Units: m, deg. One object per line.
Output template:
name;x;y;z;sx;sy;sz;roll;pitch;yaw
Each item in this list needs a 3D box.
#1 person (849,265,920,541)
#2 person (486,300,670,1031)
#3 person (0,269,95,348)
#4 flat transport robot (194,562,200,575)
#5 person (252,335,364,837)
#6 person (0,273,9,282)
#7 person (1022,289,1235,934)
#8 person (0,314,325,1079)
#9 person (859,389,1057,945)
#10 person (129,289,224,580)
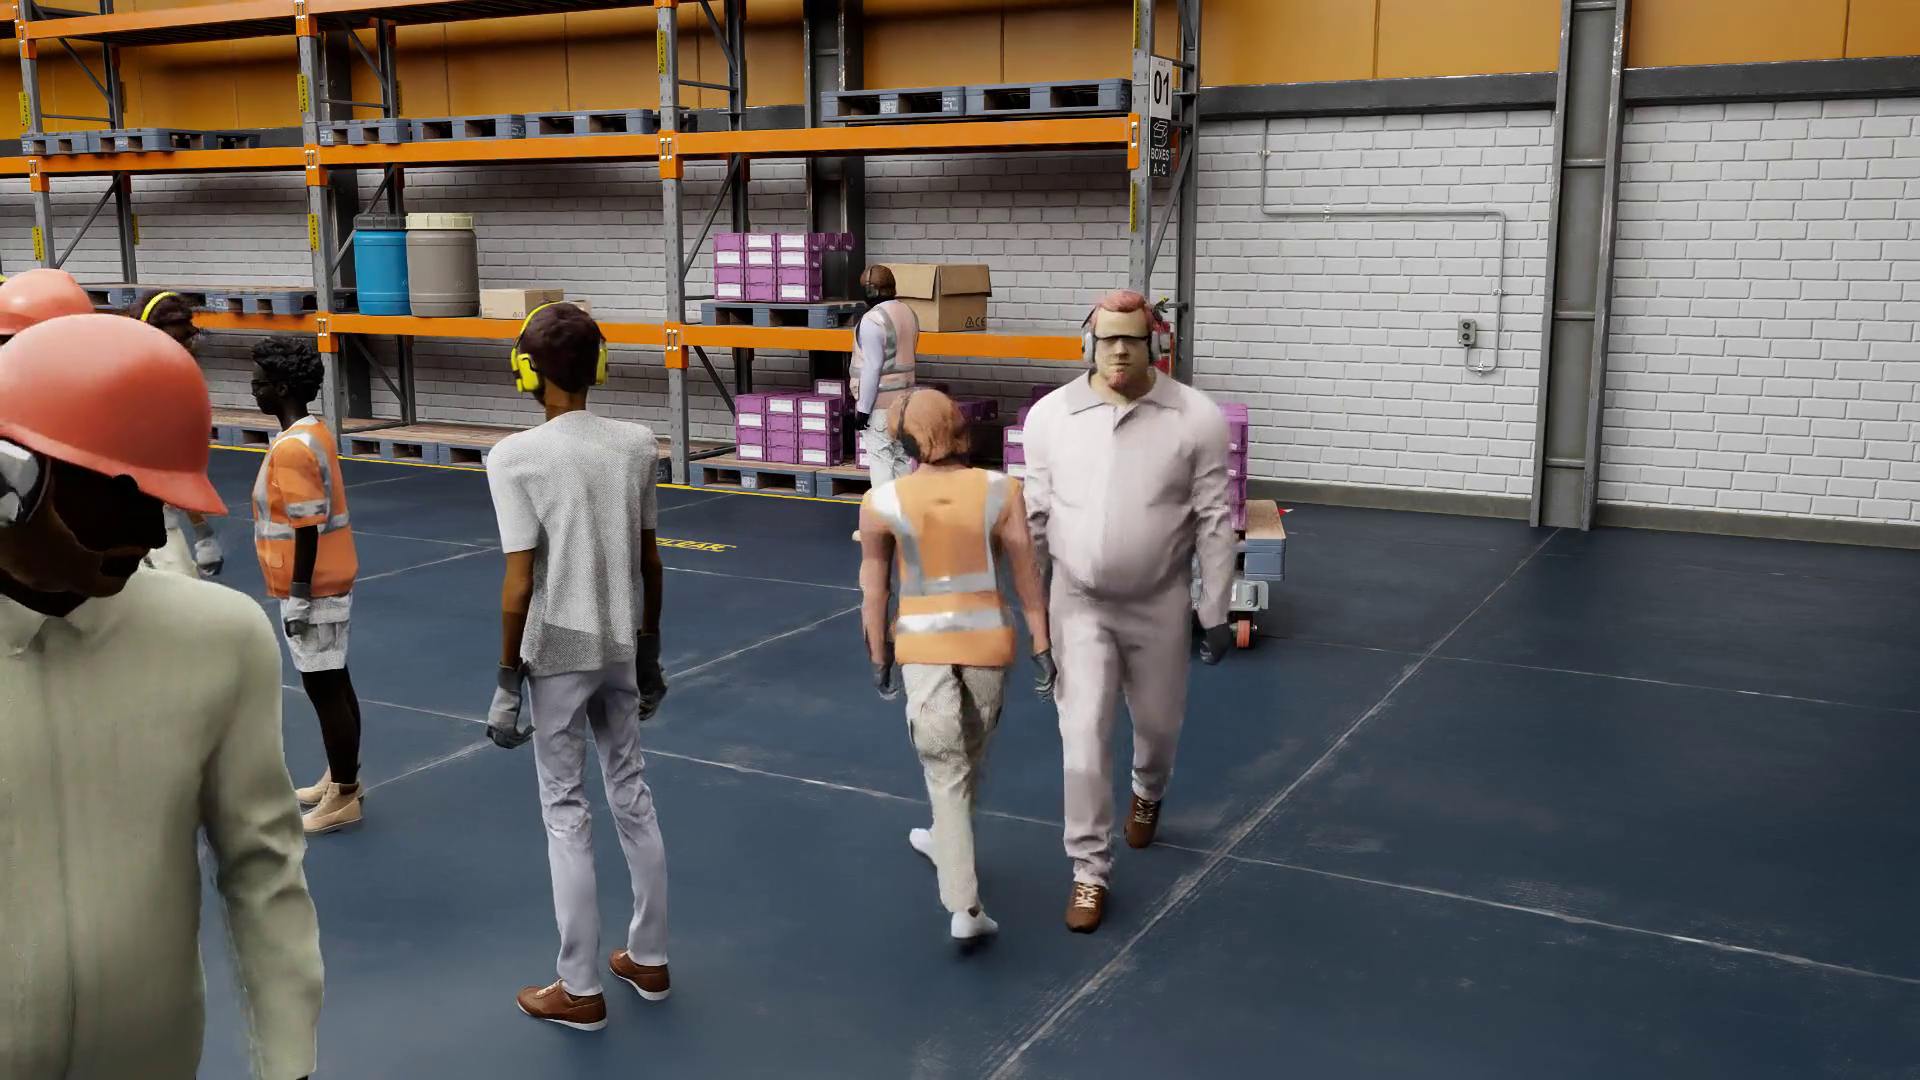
person;-0.522;-0.903;11.092;0.429;1.837;0.621;5;11;26
person;-0.978;0.325;4.273;0.313;1.864;0.530;9;14;41
person;-2.467;0.230;4.598;0.374;1.935;0.552;-4;11;-22
flat transport robot;-4.696;0.249;9.064;0.652;0.197;1.431;-2;10;-9
person;-2.219;0.155;5.666;0.320;1.695;0.538;-3;11;-14
person;-5.486;-0.643;9.397;0.356;1.930;0.592;-6;12;-32
person;0.512;0.167;5.124;0.651;1.876;0.883;2;10;8
person;-1.086;0.704;2.025;0.887;1.927;0.638;9;14;42
person;-0.009;0.347;4.940;0.554;1.575;0.852;-2;11;-11
person;-3.120;-0.052;6.442;0.347;1.832;0.584;-10;14;-42
